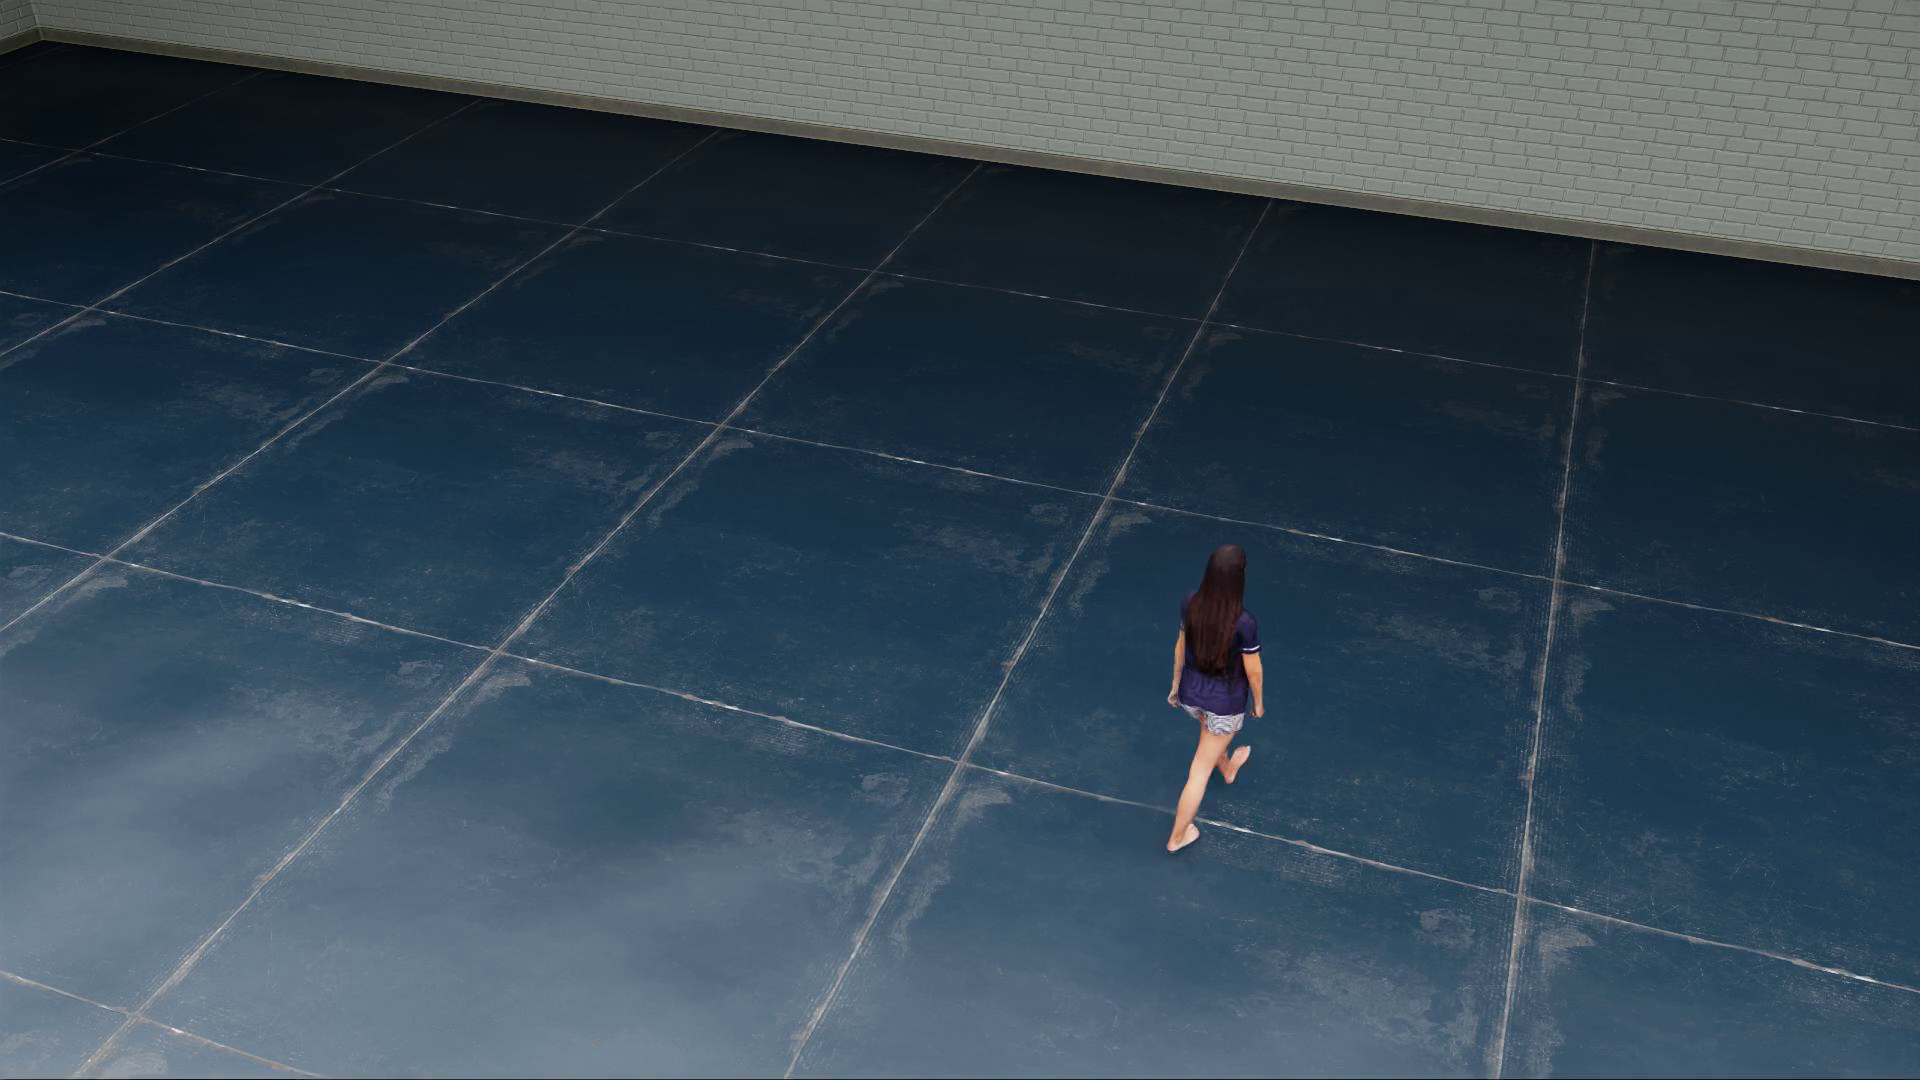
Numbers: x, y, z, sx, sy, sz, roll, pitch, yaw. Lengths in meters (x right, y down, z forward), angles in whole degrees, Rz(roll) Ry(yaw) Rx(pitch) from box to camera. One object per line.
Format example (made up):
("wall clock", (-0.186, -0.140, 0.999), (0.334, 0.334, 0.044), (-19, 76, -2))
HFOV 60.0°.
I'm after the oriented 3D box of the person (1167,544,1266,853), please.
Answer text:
("person", (1.201, 0.843, 8.251), (0.859, 1.730, 1.126), (26, 41, 34))
